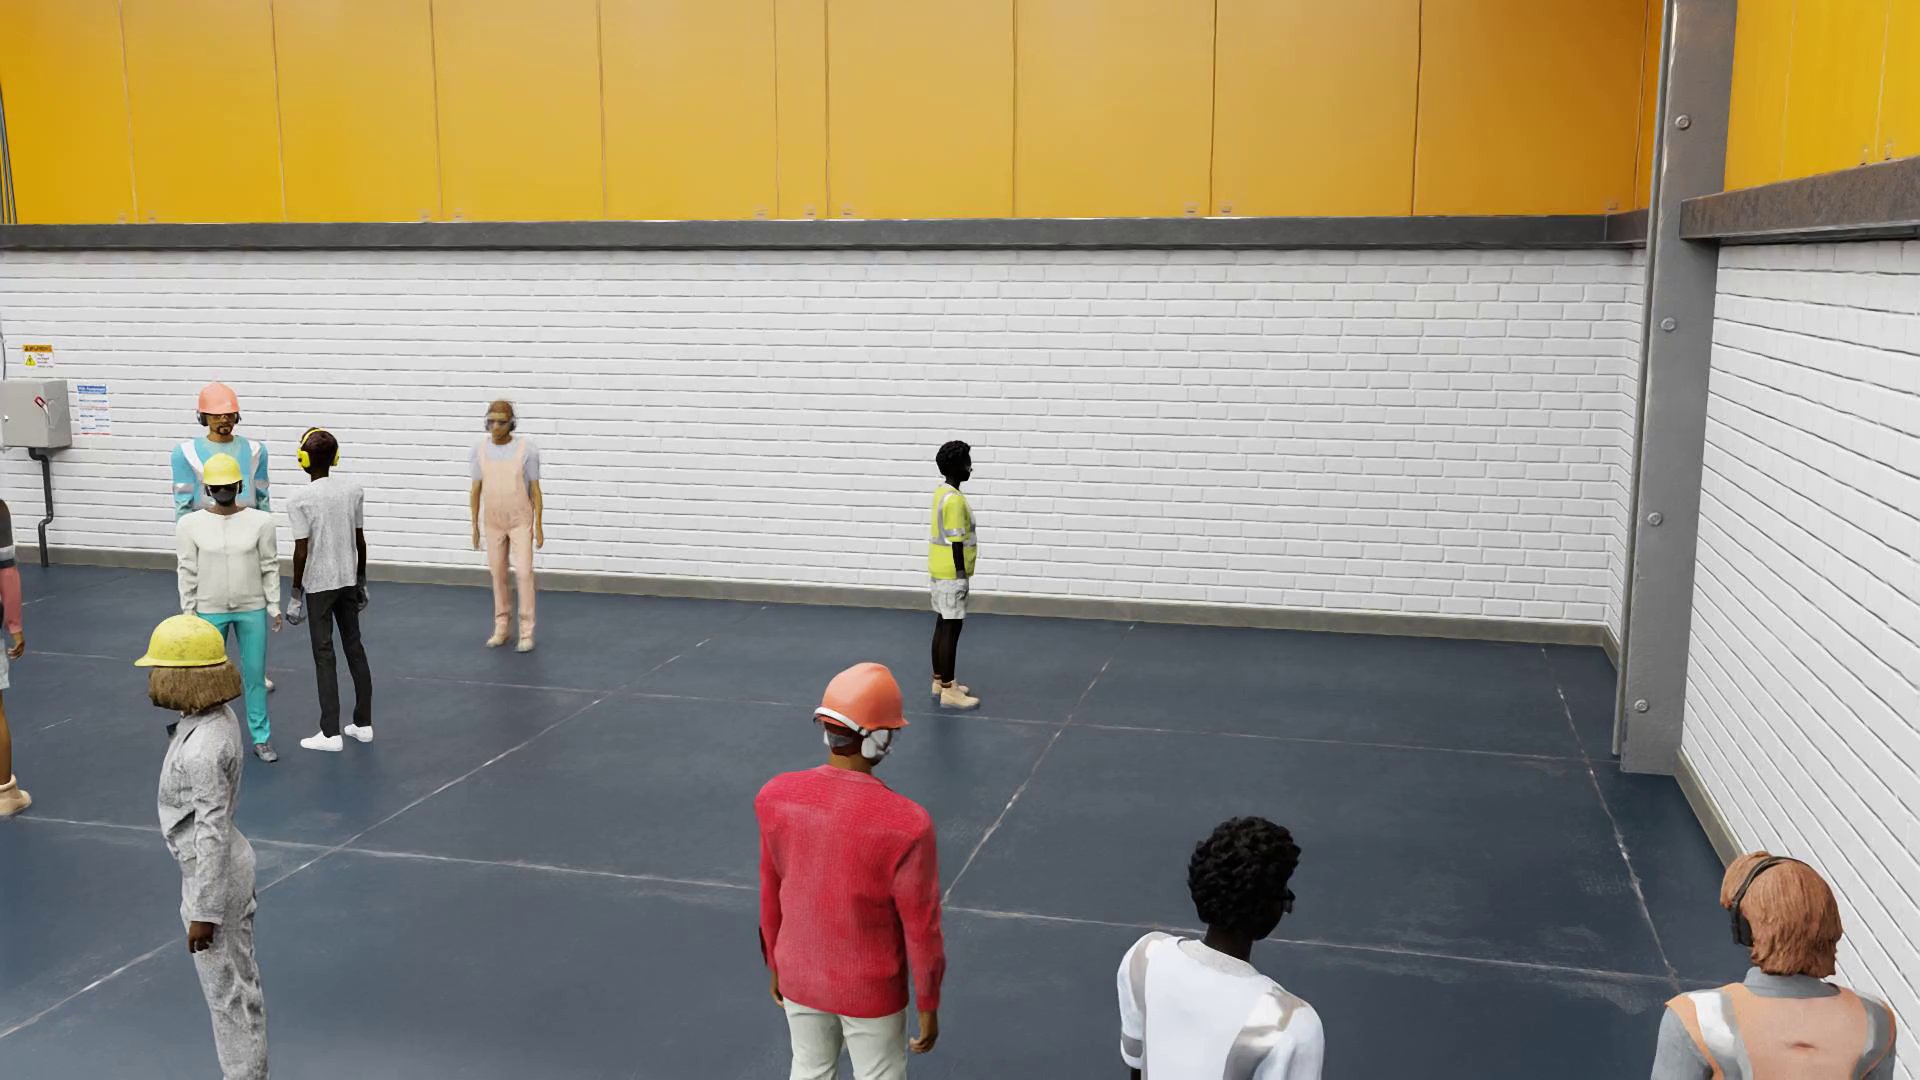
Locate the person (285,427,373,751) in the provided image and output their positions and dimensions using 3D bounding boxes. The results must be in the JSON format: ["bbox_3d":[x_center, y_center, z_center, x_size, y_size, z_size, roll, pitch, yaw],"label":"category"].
[{"bbox_3d":[-3.650,0.284,9.596,0.327,1.874,0.521,6,12,34],"label":"person"}]

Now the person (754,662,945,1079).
[{"bbox_3d":[-0.292,1.195,4.619,0.577,1.739,0.350,5,11,27],"label":"person"}]

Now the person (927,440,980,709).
[{"bbox_3d":[-0.041,0.210,10.544,0.315,1.695,0.541,-2,10,-11],"label":"person"}]

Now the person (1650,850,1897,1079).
[{"bbox_3d":[1.654,1.448,3.453,0.524,1.631,0.316,-1,10,-7],"label":"person"}]

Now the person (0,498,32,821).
[{"bbox_3d":[-5.014,0.419,8.307,0.607,2.041,0.377,-4,10,-21],"label":"person"}]

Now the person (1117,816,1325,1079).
[{"bbox_3d":[0.548,1.408,3.536,0.319,1.686,0.539,-8,13,-40],"label":"person"}]

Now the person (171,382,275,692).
[{"bbox_3d":[-4.722,0.005,10.735,0.605,2.044,0.374,-9,13,-43],"label":"person"}]

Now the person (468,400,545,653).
[{"bbox_3d":[-3.279,-0.089,11.976,0.530,1.822,0.590,0,10,2],"label":"person"}]

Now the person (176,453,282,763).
[{"bbox_3d":[-4.053,0.395,9.255,0.528,1.767,0.328,-5,11,-27],"label":"person"}]

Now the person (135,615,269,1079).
[{"bbox_3d":[-2.371,1.090,5.230,0.295,1.744,0.484,-4,10,-22],"label":"person"}]
